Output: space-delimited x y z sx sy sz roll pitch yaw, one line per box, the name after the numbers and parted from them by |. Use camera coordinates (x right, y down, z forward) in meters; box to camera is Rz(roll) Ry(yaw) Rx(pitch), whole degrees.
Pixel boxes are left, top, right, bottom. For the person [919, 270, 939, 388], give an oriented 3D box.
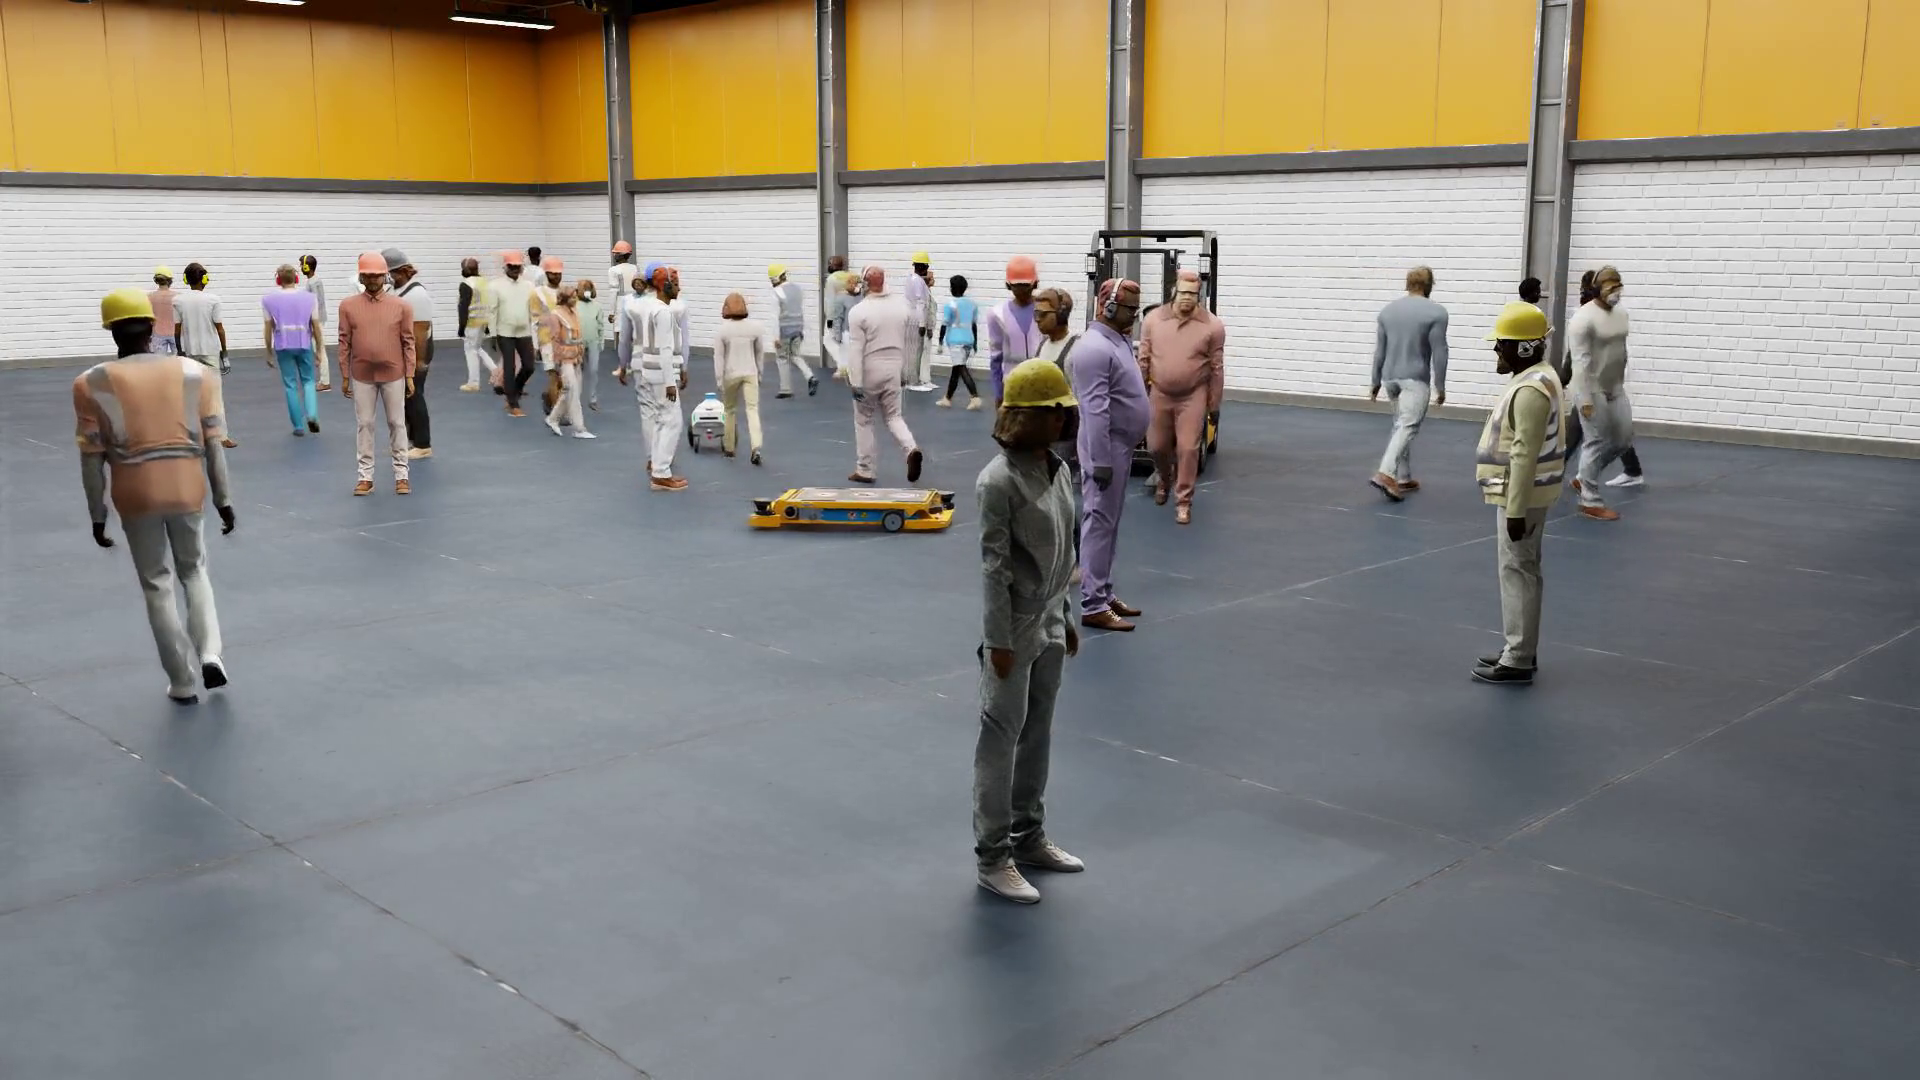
-0.468 -2.944 23.283 0.309 1.645 0.514 -2 11 -9 | person

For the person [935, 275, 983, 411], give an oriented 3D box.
0.000 -2.406 20.323 0.883 1.653 0.542 10 14 43 | person

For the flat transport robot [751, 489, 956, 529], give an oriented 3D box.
-0.772 -0.240 12.281 1.431 0.197 0.652 1 10 5 | flat transport robot

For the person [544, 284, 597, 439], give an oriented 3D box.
-4.155 -1.880 17.544 0.644 1.623 0.527 3 11 17 | person

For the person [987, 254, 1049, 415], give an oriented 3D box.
0.554 -1.167 12.635 0.686 2.000 0.794 2 11 9 | person

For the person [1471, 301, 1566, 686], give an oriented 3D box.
2.661 -0.217 7.933 0.403 1.825 0.596 4 11 22 | person

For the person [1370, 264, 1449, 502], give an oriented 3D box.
3.581 -1.283 13.540 0.877 1.905 0.650 -9 14 -40 | person

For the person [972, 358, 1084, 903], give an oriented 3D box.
0.240 0.283 5.413 0.298 1.745 0.484 7 12 32 | person

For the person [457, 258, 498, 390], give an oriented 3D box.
-6.653 -2.958 22.859 0.495 1.826 0.627 2 11 12 | person

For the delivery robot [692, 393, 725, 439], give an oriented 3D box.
-2.486 -1.226 16.625 0.477 0.478 0.707 -1 10 -5 | delivery robot

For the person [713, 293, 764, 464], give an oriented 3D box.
-2.067 -1.525 15.661 0.491 1.600 0.829 -3 11 -17 | person

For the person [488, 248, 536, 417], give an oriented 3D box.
-5.298 -2.447 19.669 0.629 1.981 0.578 -8 13 -37 | person

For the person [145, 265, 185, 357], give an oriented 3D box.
-9.728 -2.483 20.439 0.532 1.765 0.328 -3 11 -17 | person

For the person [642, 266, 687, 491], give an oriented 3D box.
-2.494 -1.355 13.997 0.350 1.872 0.590 -3 11 -17 | person

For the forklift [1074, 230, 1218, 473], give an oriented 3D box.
1.804 -1.825 15.677 1.214 2.155 2.313 2 11 13 | forklift

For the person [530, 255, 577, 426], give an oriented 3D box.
-4.614 -2.261 18.835 0.550 1.919 0.738 -8 13 -37 | person

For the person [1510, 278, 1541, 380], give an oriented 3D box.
5.951 -1.919 17.567 0.320 1.694 0.532 4 11 20 | person

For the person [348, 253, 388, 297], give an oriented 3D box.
-8.962 -3.423 25.280 0.602 1.871 0.546 -3 11 -18 | person

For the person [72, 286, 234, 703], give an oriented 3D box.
-3.657 -0.192 7.558 0.615 1.901 0.429 -8 13 -38 | person

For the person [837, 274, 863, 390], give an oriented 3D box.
-1.492 -2.878 23.022 0.488 1.604 0.722 -6 12 -28 | person

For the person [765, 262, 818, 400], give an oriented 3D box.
-2.172 -2.672 21.407 0.624 1.790 0.648 8 13 37 | person

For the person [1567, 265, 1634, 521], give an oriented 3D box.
4.768 -1.085 12.432 0.670 1.912 0.462 -8 13 -36 | person

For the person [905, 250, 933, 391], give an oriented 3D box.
-0.564 -3.004 22.837 0.382 1.924 0.594 -3 11 -14 | person

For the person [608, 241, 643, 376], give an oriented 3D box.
-5.088 -3.503 25.229 0.366 2.046 0.614 8 13 38 | person

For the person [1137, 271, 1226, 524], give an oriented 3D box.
1.660 -1.079 12.490 0.666 1.876 0.642 3 11 16 | person

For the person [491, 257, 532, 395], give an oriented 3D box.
-5.968 -2.858 22.200 0.667 1.878 0.438 5 11 23 | person

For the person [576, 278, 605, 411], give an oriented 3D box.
-4.606 -2.403 20.386 0.522 1.616 0.535 -6 12 -30 | person

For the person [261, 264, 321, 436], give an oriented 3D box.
-7.097 -2.011 17.697 0.558 1.827 0.448 -5 12 -27 | person

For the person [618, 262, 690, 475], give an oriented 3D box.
-2.787 -1.571 15.121 0.629 1.882 1.027 -3 11 -15 | person

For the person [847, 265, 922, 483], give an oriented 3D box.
-0.659 -1.398 14.199 0.653 1.881 0.723 -8 13 -36 | person

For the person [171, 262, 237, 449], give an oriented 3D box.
-7.541 -1.826 16.575 0.511 1.869 0.329 -1 10 -5 | person

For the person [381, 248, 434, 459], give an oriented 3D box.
-5.318 -1.807 15.998 0.593 2.000 0.770 -8 13 -39 | person

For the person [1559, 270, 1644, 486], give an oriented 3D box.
5.339 -1.349 14.047 1.063 1.841 0.603 1 10 4 | person

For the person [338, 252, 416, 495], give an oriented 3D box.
-4.793 -1.363 13.699 0.612 1.997 0.376 -2 11 -12 | person

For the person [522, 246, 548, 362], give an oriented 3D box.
-7.115 -3.940 27.863 0.628 1.950 0.486 5 12 26 | person

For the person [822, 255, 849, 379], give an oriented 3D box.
-1.810 -3.298 24.694 0.436 1.836 0.669 5 11 24 | person

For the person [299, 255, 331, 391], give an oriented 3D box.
-8.846 -2.965 22.795 0.330 1.866 0.512 -3 11 -16 | person

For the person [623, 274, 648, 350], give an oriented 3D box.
-4.164 -2.682 21.918 0.524 1.616 0.594 -1 10 -4 | person

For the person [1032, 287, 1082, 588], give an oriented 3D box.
0.565 -0.586 9.921 0.403 1.827 0.535 -6 12 -31 | person

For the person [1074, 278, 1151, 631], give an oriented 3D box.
0.834 -0.471 9.095 0.408 1.903 0.638 2 11 13 | person
